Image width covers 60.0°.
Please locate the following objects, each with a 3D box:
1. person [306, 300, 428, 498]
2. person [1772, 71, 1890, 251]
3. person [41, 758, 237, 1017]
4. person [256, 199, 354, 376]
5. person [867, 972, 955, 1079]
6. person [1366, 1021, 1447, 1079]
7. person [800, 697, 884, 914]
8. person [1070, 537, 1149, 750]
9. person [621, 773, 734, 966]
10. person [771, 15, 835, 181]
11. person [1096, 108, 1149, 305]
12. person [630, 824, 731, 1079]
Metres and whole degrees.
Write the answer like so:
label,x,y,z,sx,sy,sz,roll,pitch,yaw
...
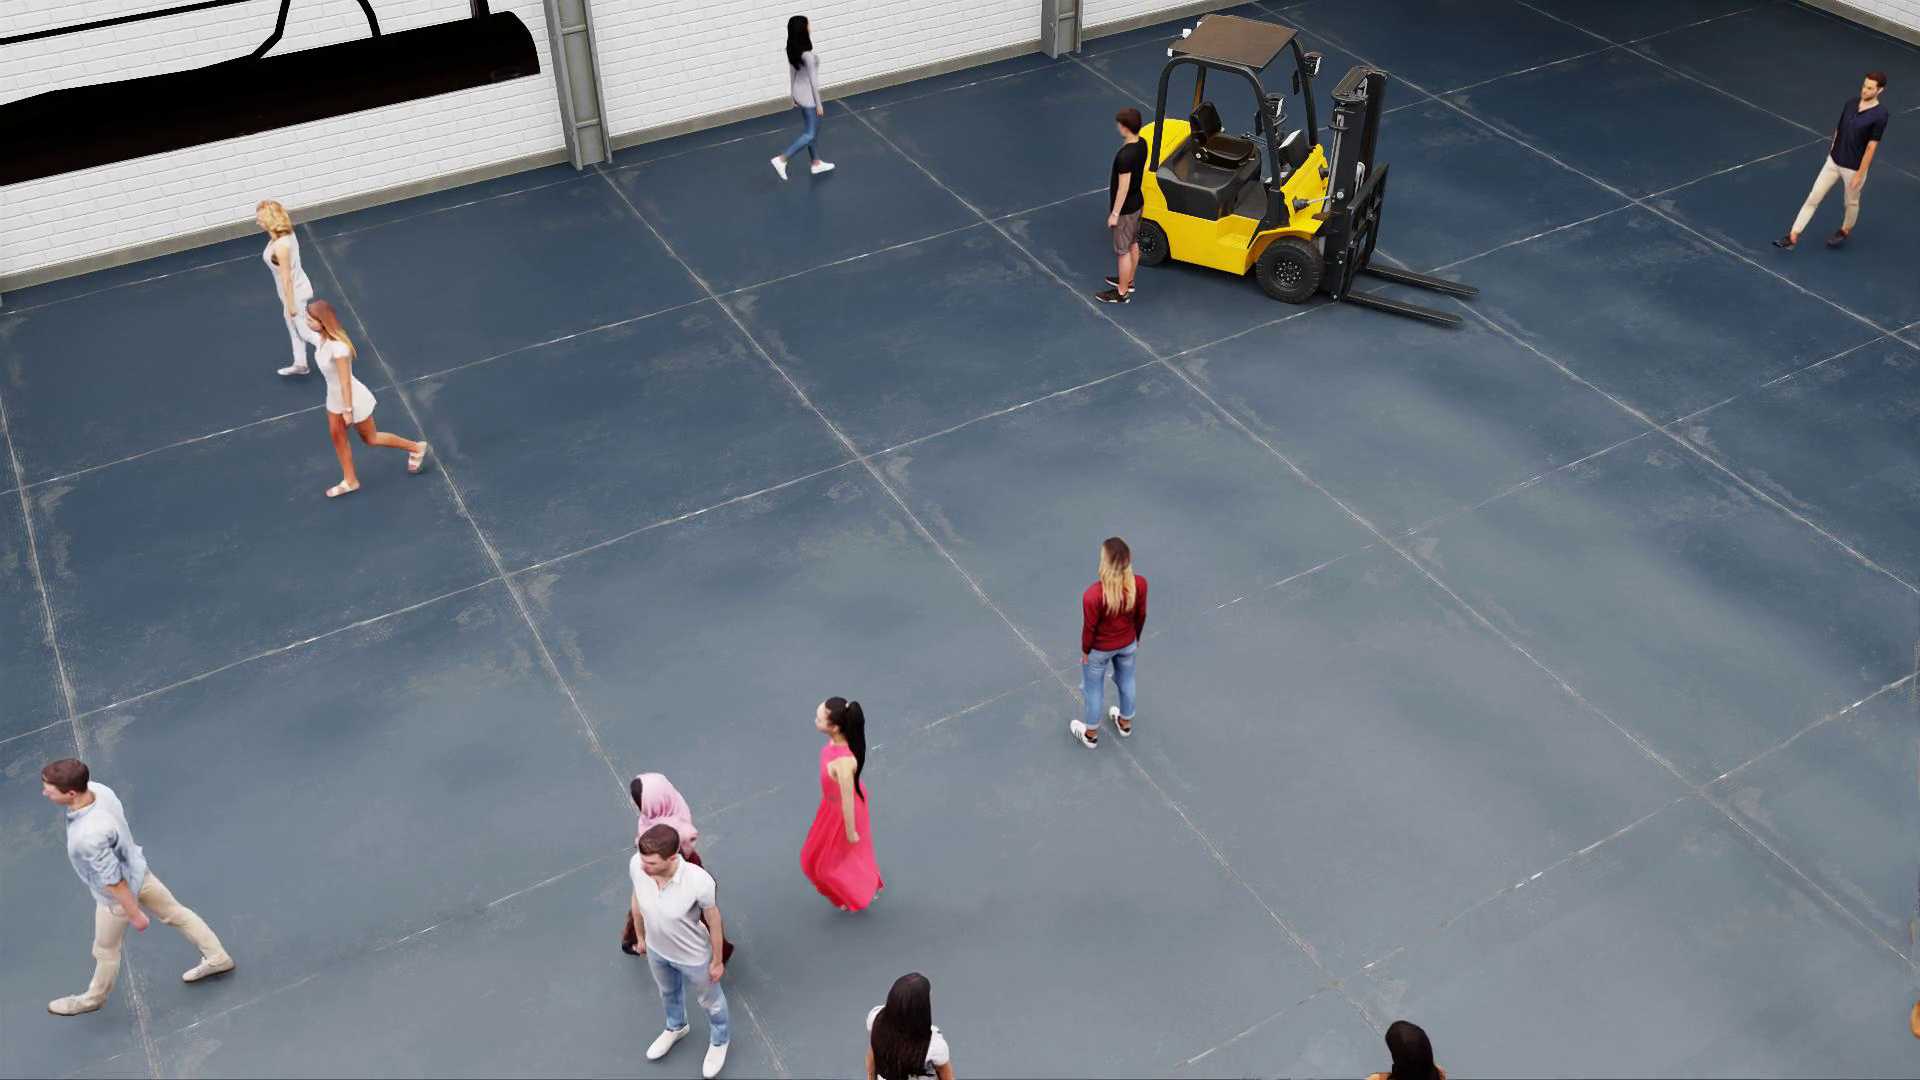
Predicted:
label,x,y,z,sx,sy,sz,roll,pitch,yaw
person,-4.623,-1.106,12.816,1.079,1.667,0.668,-26,45,-28
person,8.491,-3.569,15.794,1.140,1.798,0.660,-19,42,-22
person,-4.434,1.846,9.007,1.233,1.807,0.833,-12,40,-14
person,-5.569,-2.110,14.080,0.971,1.658,0.762,-9,40,-12
person,-0.295,2.744,7.929,0.852,1.751,0.999,23,44,26
person,2.037,2.926,7.792,0.999,1.635,0.736,-11,40,-14
person,-0.583,1.539,9.469,0.824,1.710,0.761,0,39,0
person,0.965,0.659,10.634,0.472,1.632,0.671,-16,41,-19
person,-1.494,1.842,9.154,0.980,1.631,0.841,-6,39,-8
person,-1.649,-4.474,16.993,0.958,1.717,0.599,-20,43,-24
person,1.516,-3.035,15.078,0.832,1.858,0.737,15,41,18
person,-1.449,2.105,8.647,0.733,1.852,0.756,15,41,18
